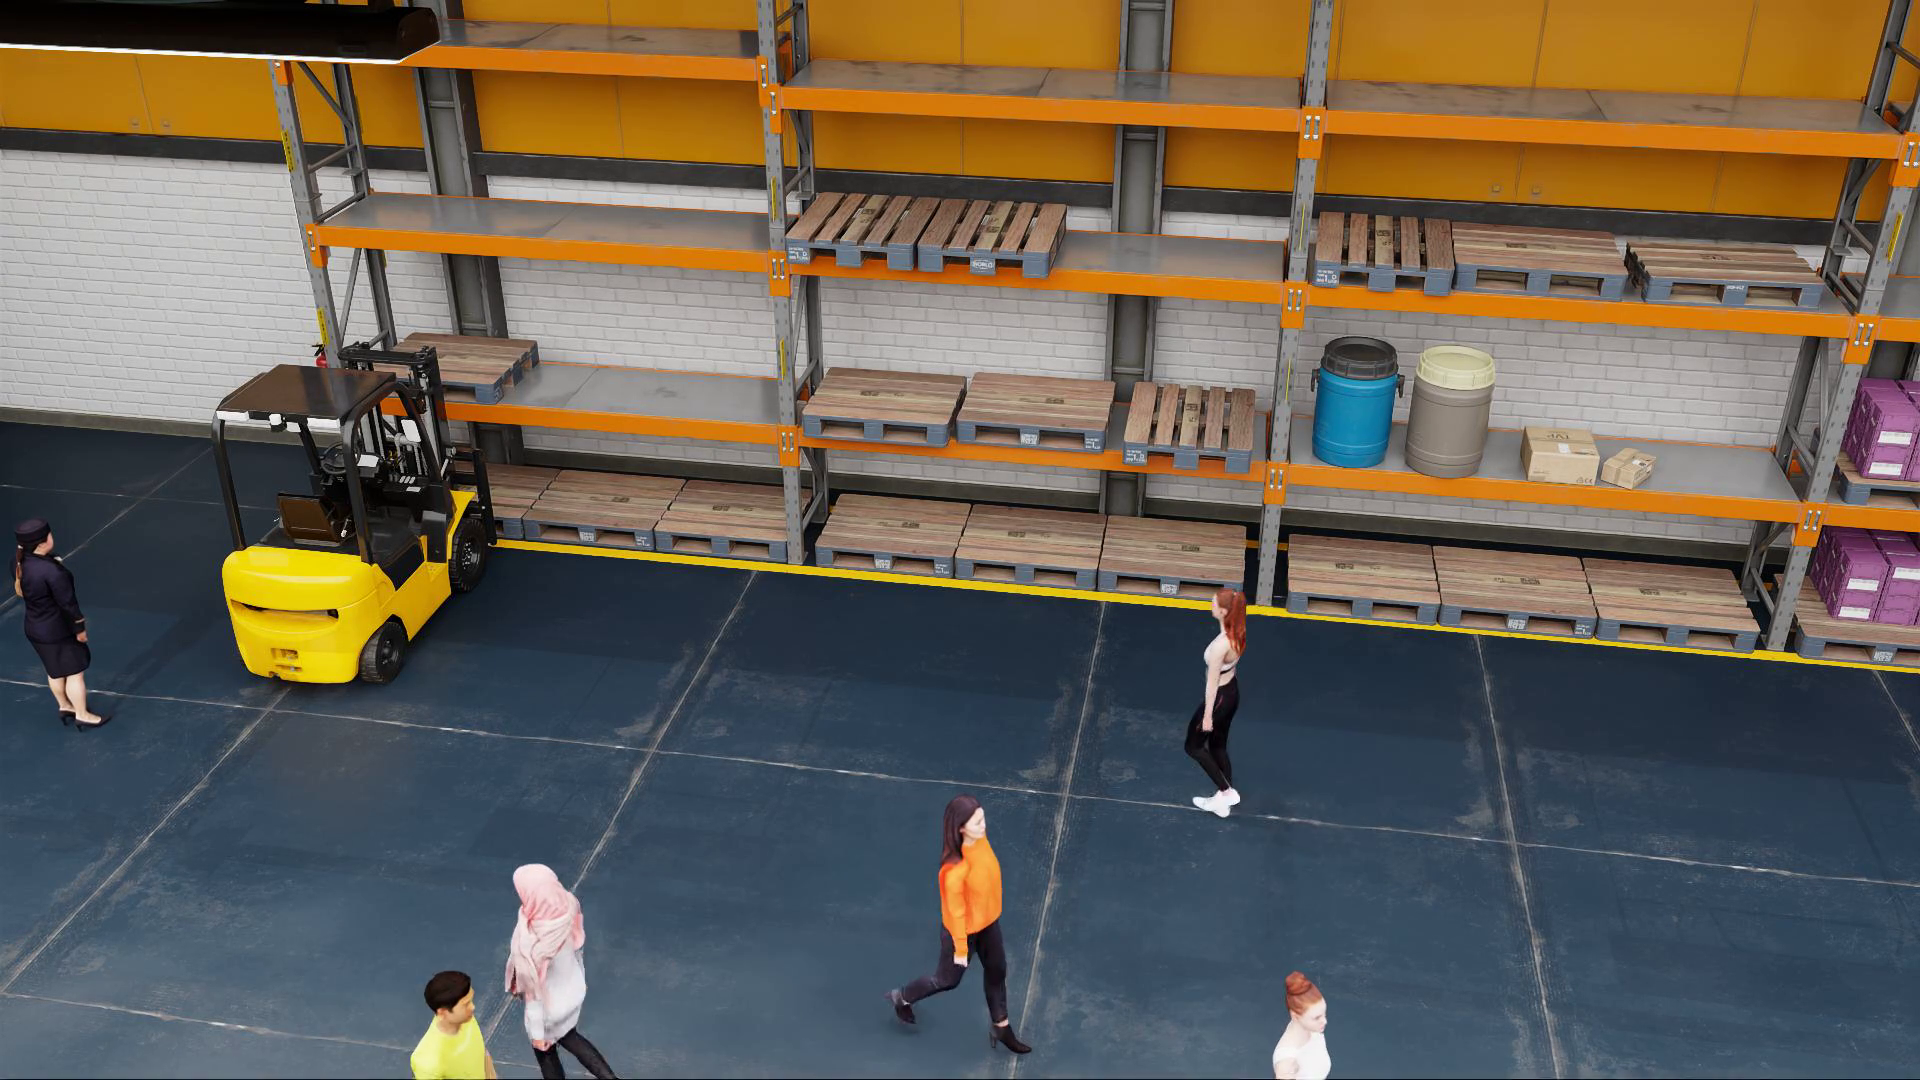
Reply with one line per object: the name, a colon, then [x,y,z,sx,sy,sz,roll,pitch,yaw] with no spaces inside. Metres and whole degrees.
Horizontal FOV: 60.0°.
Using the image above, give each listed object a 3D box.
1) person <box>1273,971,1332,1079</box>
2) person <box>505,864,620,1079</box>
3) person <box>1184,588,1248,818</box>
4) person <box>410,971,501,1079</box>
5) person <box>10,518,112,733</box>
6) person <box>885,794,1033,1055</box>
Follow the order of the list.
person: [1.538,2.754,7.846,0.630,1.790,0.641,17,33,29]
person: [-1.995,2.392,8.514,0.975,1.787,0.780,13,31,22]
person: [1.786,1.109,10.924,0.748,1.731,0.711,16,33,27]
person: [-2.482,2.746,7.963,0.831,1.692,0.707,2,29,3]
person: [-6.466,0.620,11.884,0.679,1.670,0.823,15,32,25]
person: [-0.041,2.110,9.105,1.159,1.715,0.785,11,31,19]
